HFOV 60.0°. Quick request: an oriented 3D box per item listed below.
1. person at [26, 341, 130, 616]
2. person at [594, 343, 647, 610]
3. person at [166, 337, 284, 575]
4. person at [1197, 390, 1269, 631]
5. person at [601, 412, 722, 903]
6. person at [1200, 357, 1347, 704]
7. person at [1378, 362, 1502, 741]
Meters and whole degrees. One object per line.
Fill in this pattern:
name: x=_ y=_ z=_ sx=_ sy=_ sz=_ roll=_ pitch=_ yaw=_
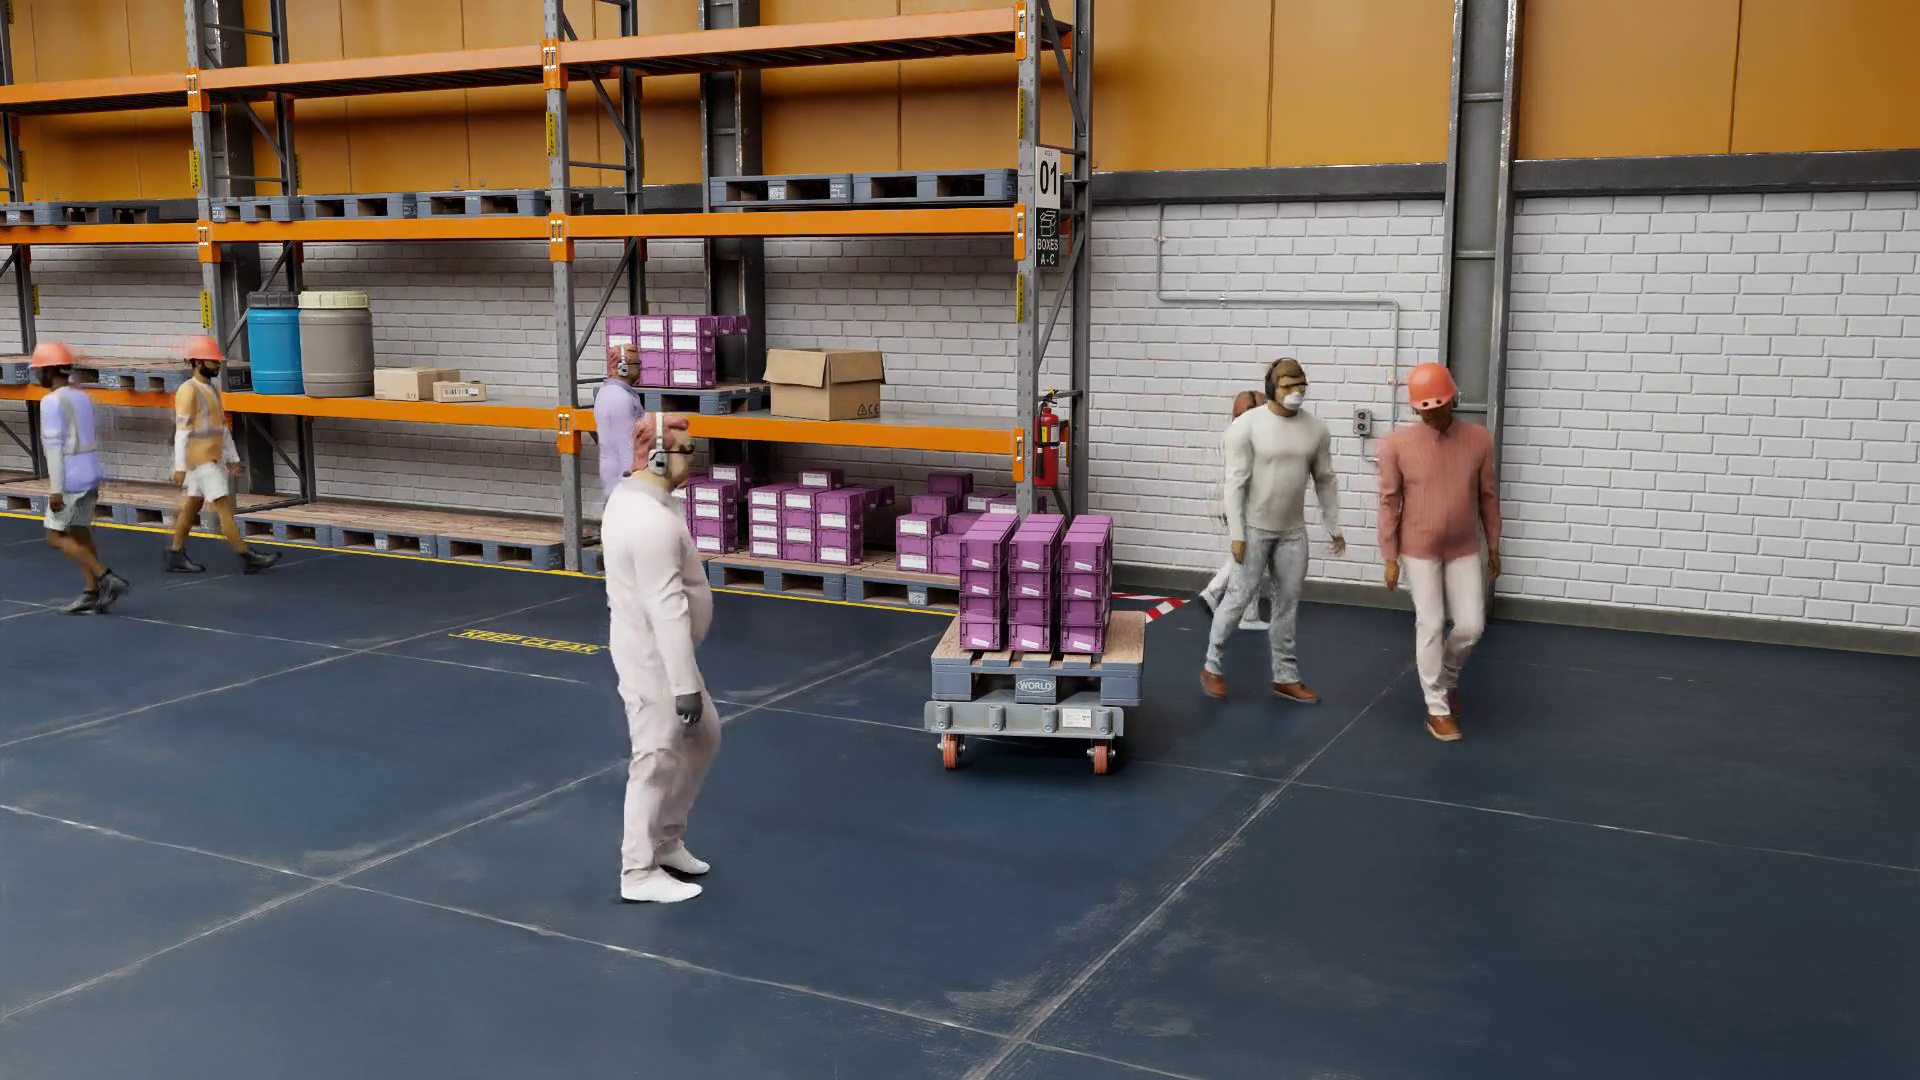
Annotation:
person: x=-6.114 y=-0.406 z=11.495 sx=0.545 sy=1.927 sz=0.585 roll=-1 pitch=9 yaw=-3
person: x=-2.318 y=-0.415 z=11.623 sx=0.407 sy=1.908 sz=0.641 roll=-4 pitch=10 yaw=-23
person: x=-5.897 y=-0.653 z=13.144 sx=0.987 sy=1.883 sz=0.593 roll=-1 pitch=9 yaw=-5
person: x=1.893 y=-0.186 z=11.076 sx=0.412 sy=1.626 sz=0.517 roll=-2 pitch=9 yaw=-14
person: x=-1.091 y=0.455 z=6.309 sx=0.527 sy=1.885 sz=0.666 roll=-3 pitch=10 yaw=-17
person: x=1.774 y=-0.053 z=9.306 sx=0.783 sy=1.940 sz=0.484 roll=-4 pitch=10 yaw=-21
person: x=2.477 y=0.056 z=8.571 sx=0.665 sy=1.953 sz=0.485 roll=-1 pitch=9 yaw=-4
